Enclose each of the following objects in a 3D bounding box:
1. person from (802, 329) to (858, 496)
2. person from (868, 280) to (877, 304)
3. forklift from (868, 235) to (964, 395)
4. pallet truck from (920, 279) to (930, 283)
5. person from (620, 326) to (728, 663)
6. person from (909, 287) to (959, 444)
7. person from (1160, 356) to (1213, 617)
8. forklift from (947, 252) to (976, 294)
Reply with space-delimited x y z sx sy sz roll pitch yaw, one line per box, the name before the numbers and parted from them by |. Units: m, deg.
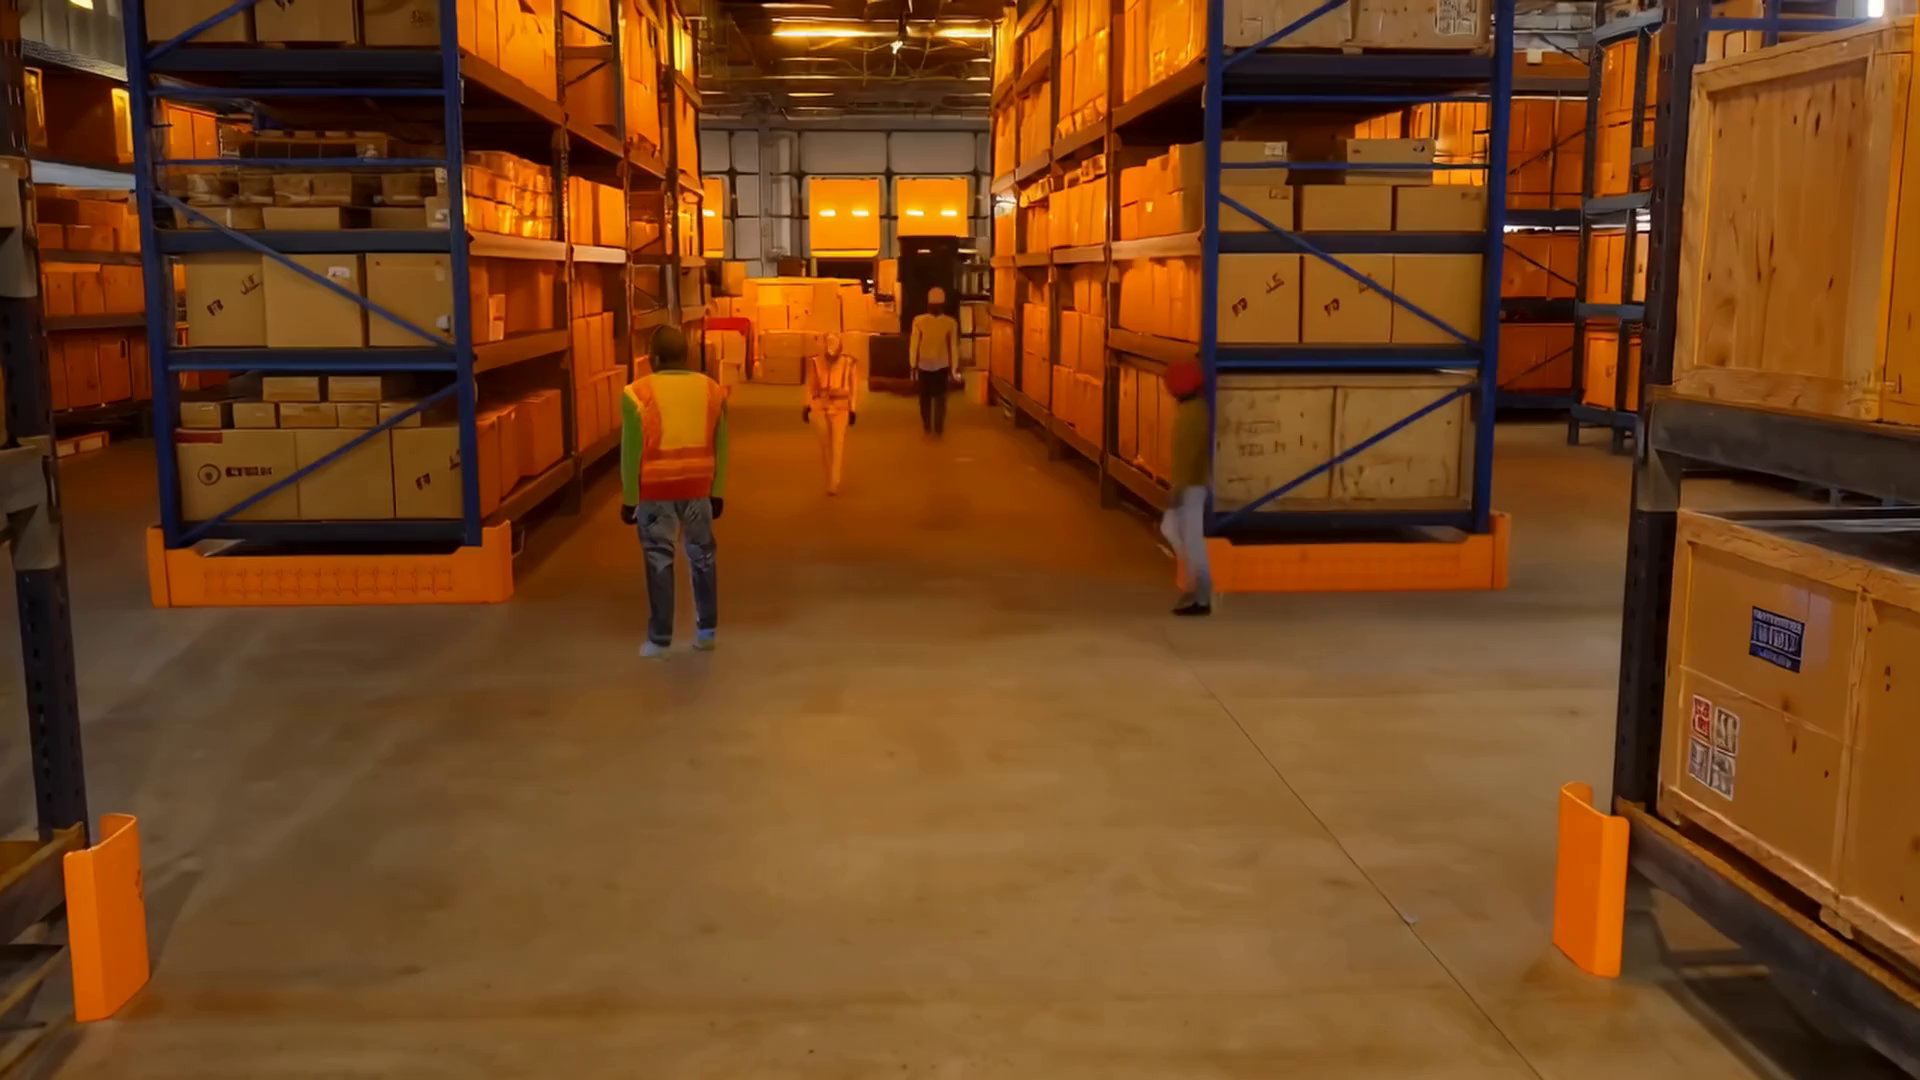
person | -1.247 -1.266 16.268 0.515 1.602 0.834 2 9 10
person | -3.368 -9.214 65.197 0.622 1.921 0.550 3 9 17
forklift | -0.662 -4.024 29.594 1.129 2.768 1.873 8 12 40
pallet truck | -0.932 -8.922 63.114 1.885 1.965 0.823 2 9 13
person | -1.582 -0.251 9.158 0.633 1.841 0.429 -6 11 -33
person | -0.326 -2.202 20.978 0.629 1.978 0.618 0 9 0
person | 1.420 -0.324 10.304 0.402 1.607 0.609 3 9 16
forklift | 0.018 -7.528 51.600 1.129 2.768 1.873 -4 10 -23
